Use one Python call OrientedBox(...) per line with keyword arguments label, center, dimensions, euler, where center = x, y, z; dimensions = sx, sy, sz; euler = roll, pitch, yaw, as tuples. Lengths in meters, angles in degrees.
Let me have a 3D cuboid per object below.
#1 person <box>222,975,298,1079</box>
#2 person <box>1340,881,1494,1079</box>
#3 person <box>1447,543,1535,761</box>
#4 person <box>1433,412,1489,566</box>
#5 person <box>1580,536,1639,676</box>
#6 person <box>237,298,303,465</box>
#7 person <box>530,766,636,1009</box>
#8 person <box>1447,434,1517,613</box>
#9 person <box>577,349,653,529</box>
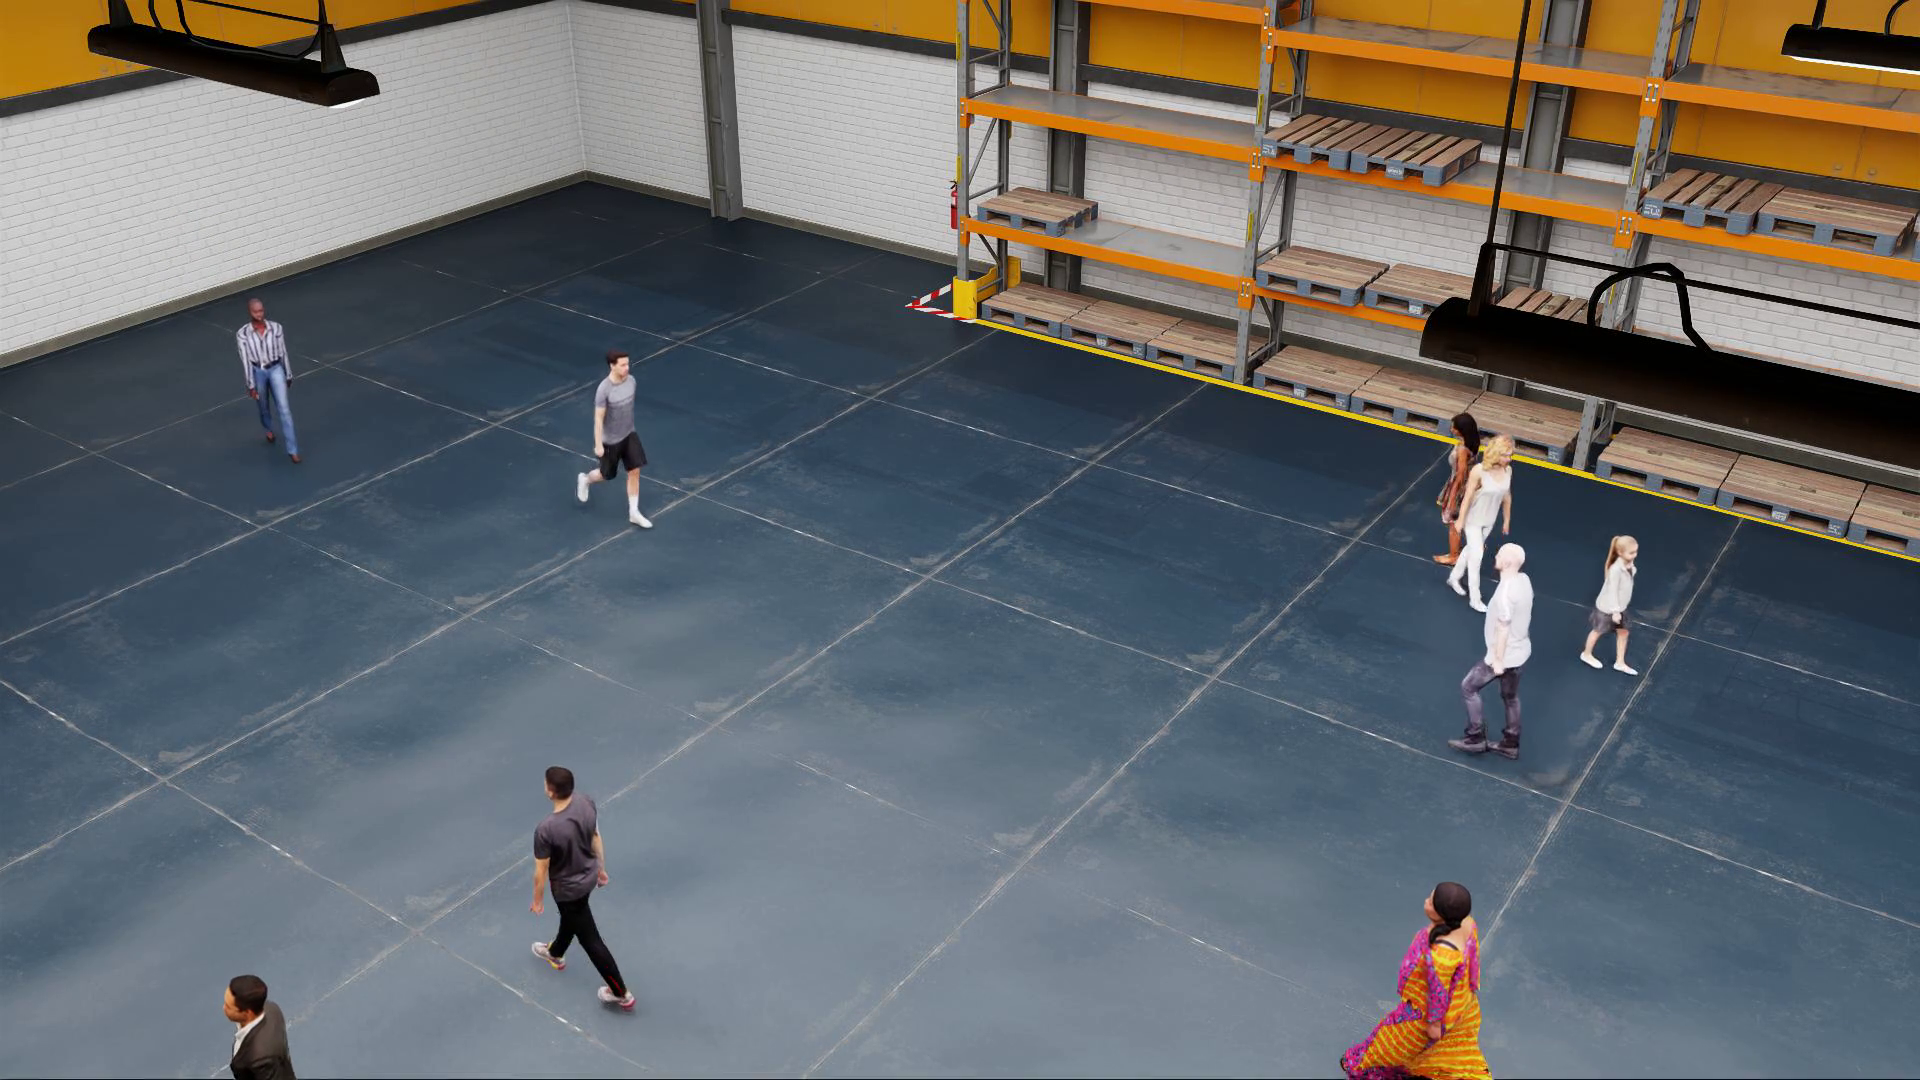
OrientedBox(label="person", center=(-3.622, 2.993, 8.900), dimensions=(0.939, 1.825, 0.883), euler=(-11, 30, -19))
OrientedBox(label="person", center=(2.826, 2.676, 9.664), dimensions=(1.193, 1.649, 0.689), euler=(16, 32, 27))
OrientedBox(label="person", center=(4.249, 0.906, 12.750), dimensions=(0.744, 1.803, 0.692), euler=(19, 34, 31))
OrientedBox(label="person", center=(4.732, -0.433, 15.401), dimensions=(0.827, 1.614, 0.736), euler=(15, 32, 26))
OrientedBox(label="person", center=(5.455, 0.519, 14.029), dimensions=(0.638, 1.256, 0.778), euler=(-18, 33, -29))
OrientedBox(label="person", center=(-7.366, -1.705, 17.609), dimensions=(1.000, 1.734, 1.272), euler=(-15, 32, -25))
OrientedBox(label="person", center=(-2.364, 2.216, 10.436), dimensions=(1.167, 1.719, 0.712), euler=(16, 33, 27))
OrientedBox(label="person", center=(4.650, -0.235, 15.011), dimensions=(0.888, 1.640, 1.016), euler=(-11, 30, -19))
OrientedBox(label="person", center=(-3.437, -1.037, 16.295), dimensions=(1.189, 1.819, 0.744), euler=(22, 36, 35))
